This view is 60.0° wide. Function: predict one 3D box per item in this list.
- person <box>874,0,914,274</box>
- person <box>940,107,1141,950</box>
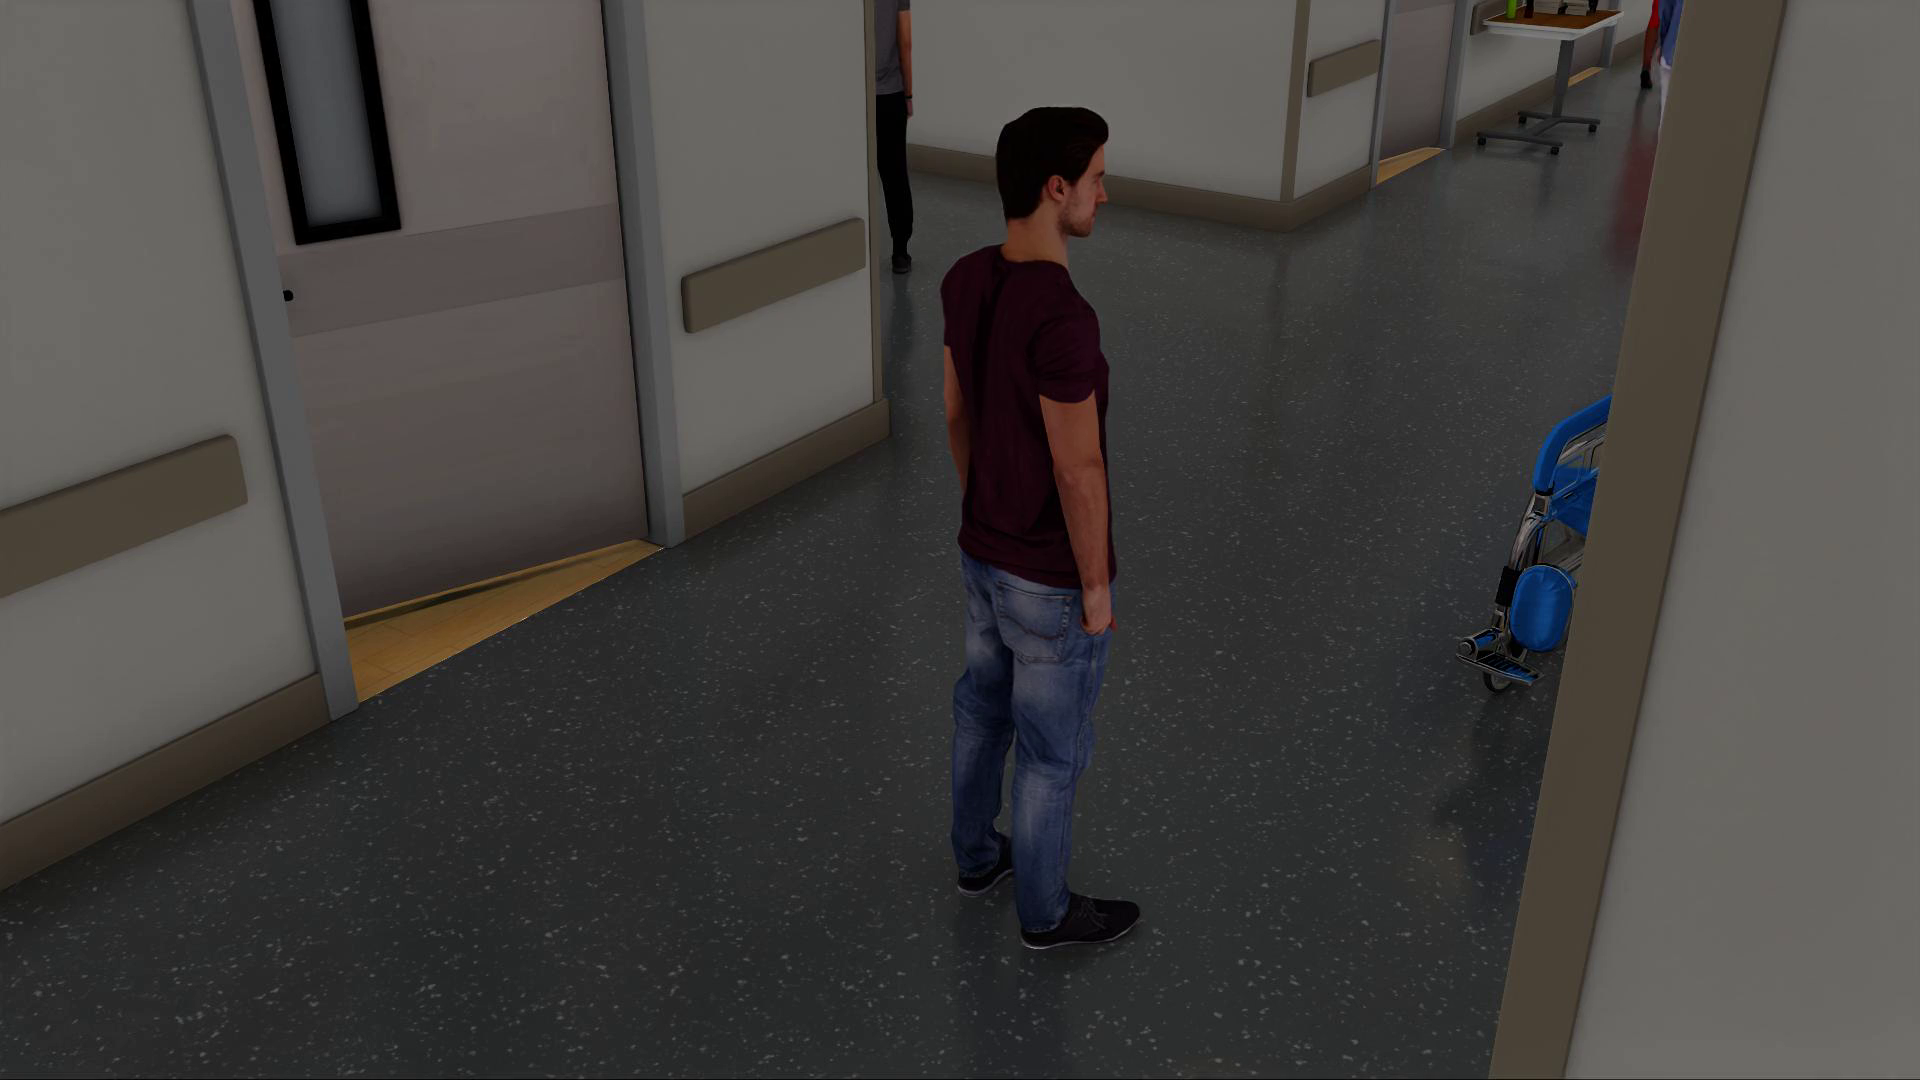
[{"bbox_3d":[-0.455,-2.182,8.192,0.683,1.753,0.756,-6,26,-13],"label":"person"},{"bbox_3d":[0.149,0.016,3.525,0.699,1.847,0.735,-15,29,-28],"label":"person"}]
